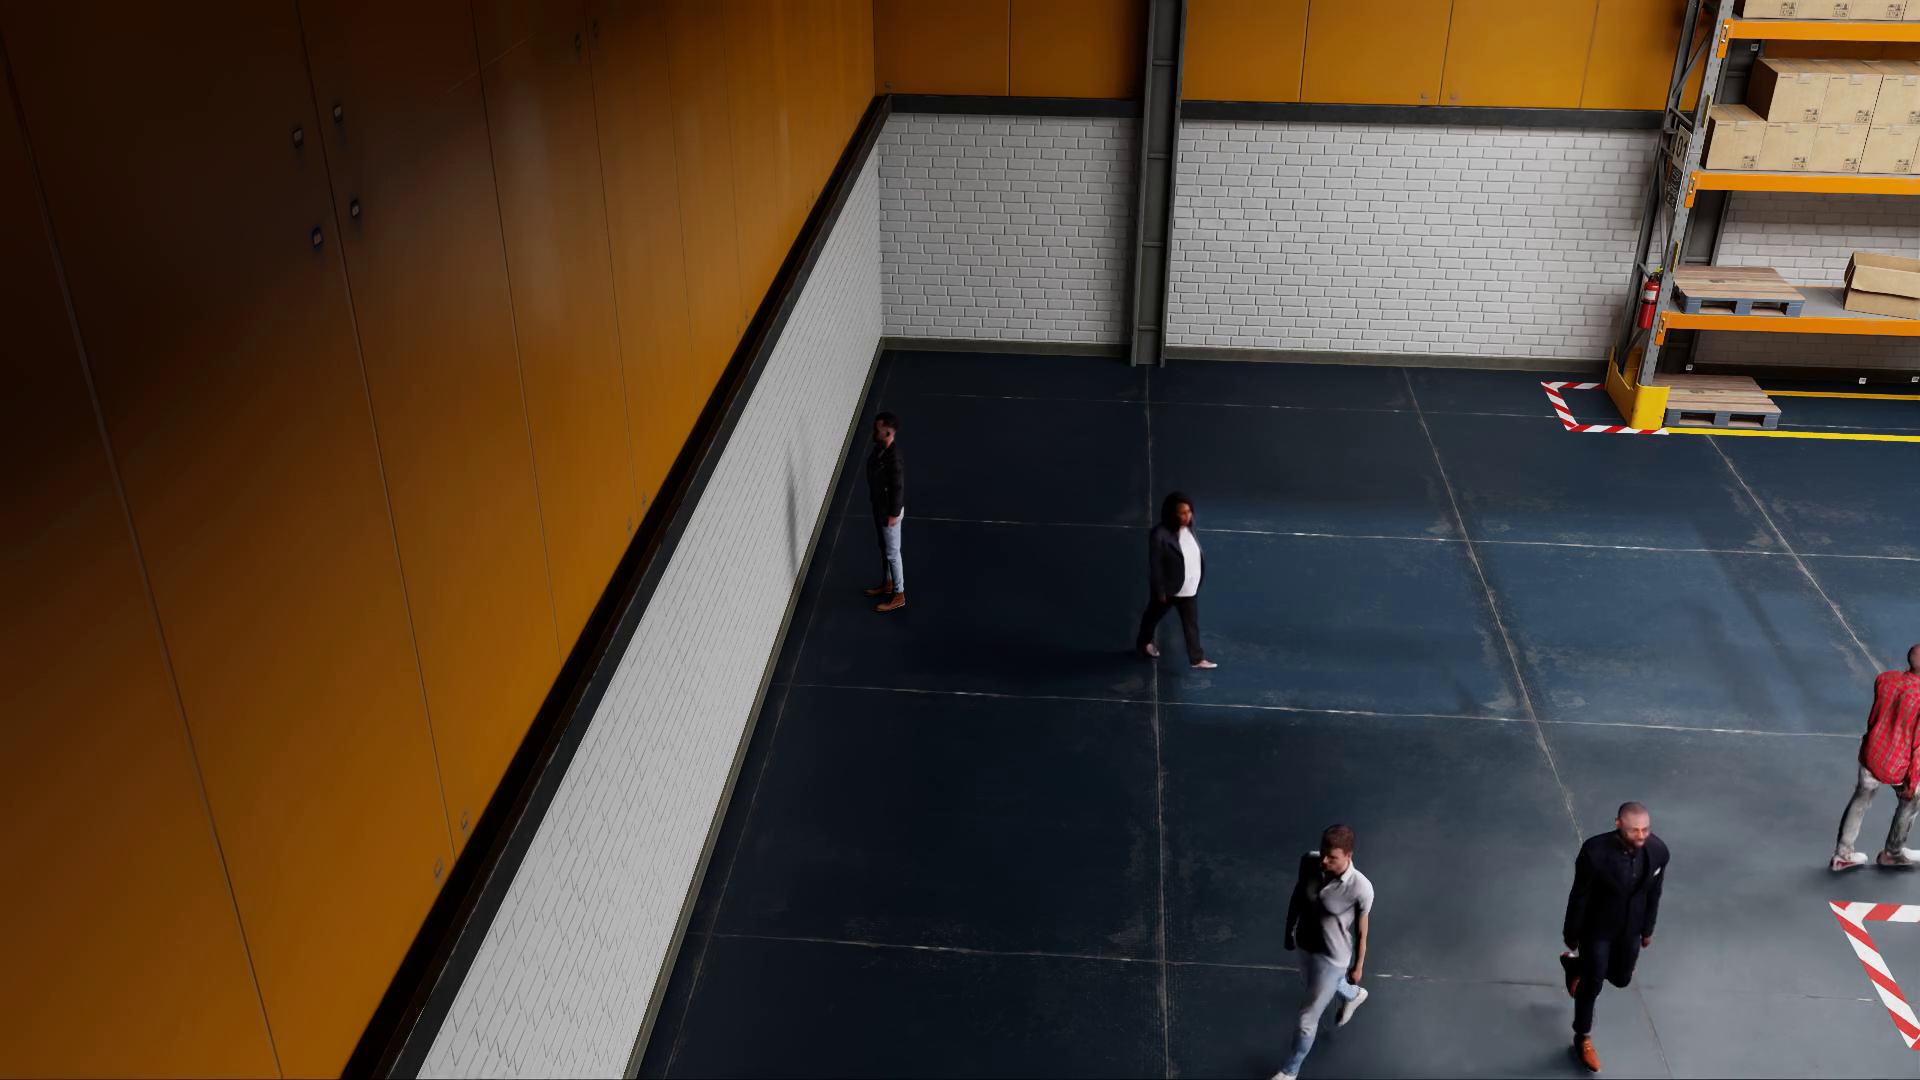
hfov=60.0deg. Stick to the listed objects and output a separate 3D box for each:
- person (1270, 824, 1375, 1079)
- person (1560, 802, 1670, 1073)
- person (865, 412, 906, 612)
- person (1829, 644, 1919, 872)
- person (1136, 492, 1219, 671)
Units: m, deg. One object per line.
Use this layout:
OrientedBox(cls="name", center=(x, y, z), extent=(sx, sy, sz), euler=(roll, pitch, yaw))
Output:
OrientedBox(cls="person", center=(2.167, 2.345, 9.644), extent=(1.244, 1.817, 1.184), euler=(-21, 35, -33))
OrientedBox(cls="person", center=(3.814, 2.240, 9.850), extent=(0.983, 1.804, 0.896), euler=(-3, 29, -6))
OrientedBox(cls="person", center=(-0.618, -0.270, 14.419), extent=(0.694, 1.836, 0.731), euler=(-8, 30, -15))
OrientedBox(cls="person", center=(6.205, 1.499, 11.213), extent=(1.026, 1.801, 0.904), euler=(-9, 30, -16))
OrientedBox(cls="person", center=(1.687, 0.321, 13.626), extent=(1.062, 1.557, 1.121), euler=(-22, 35, -34))
